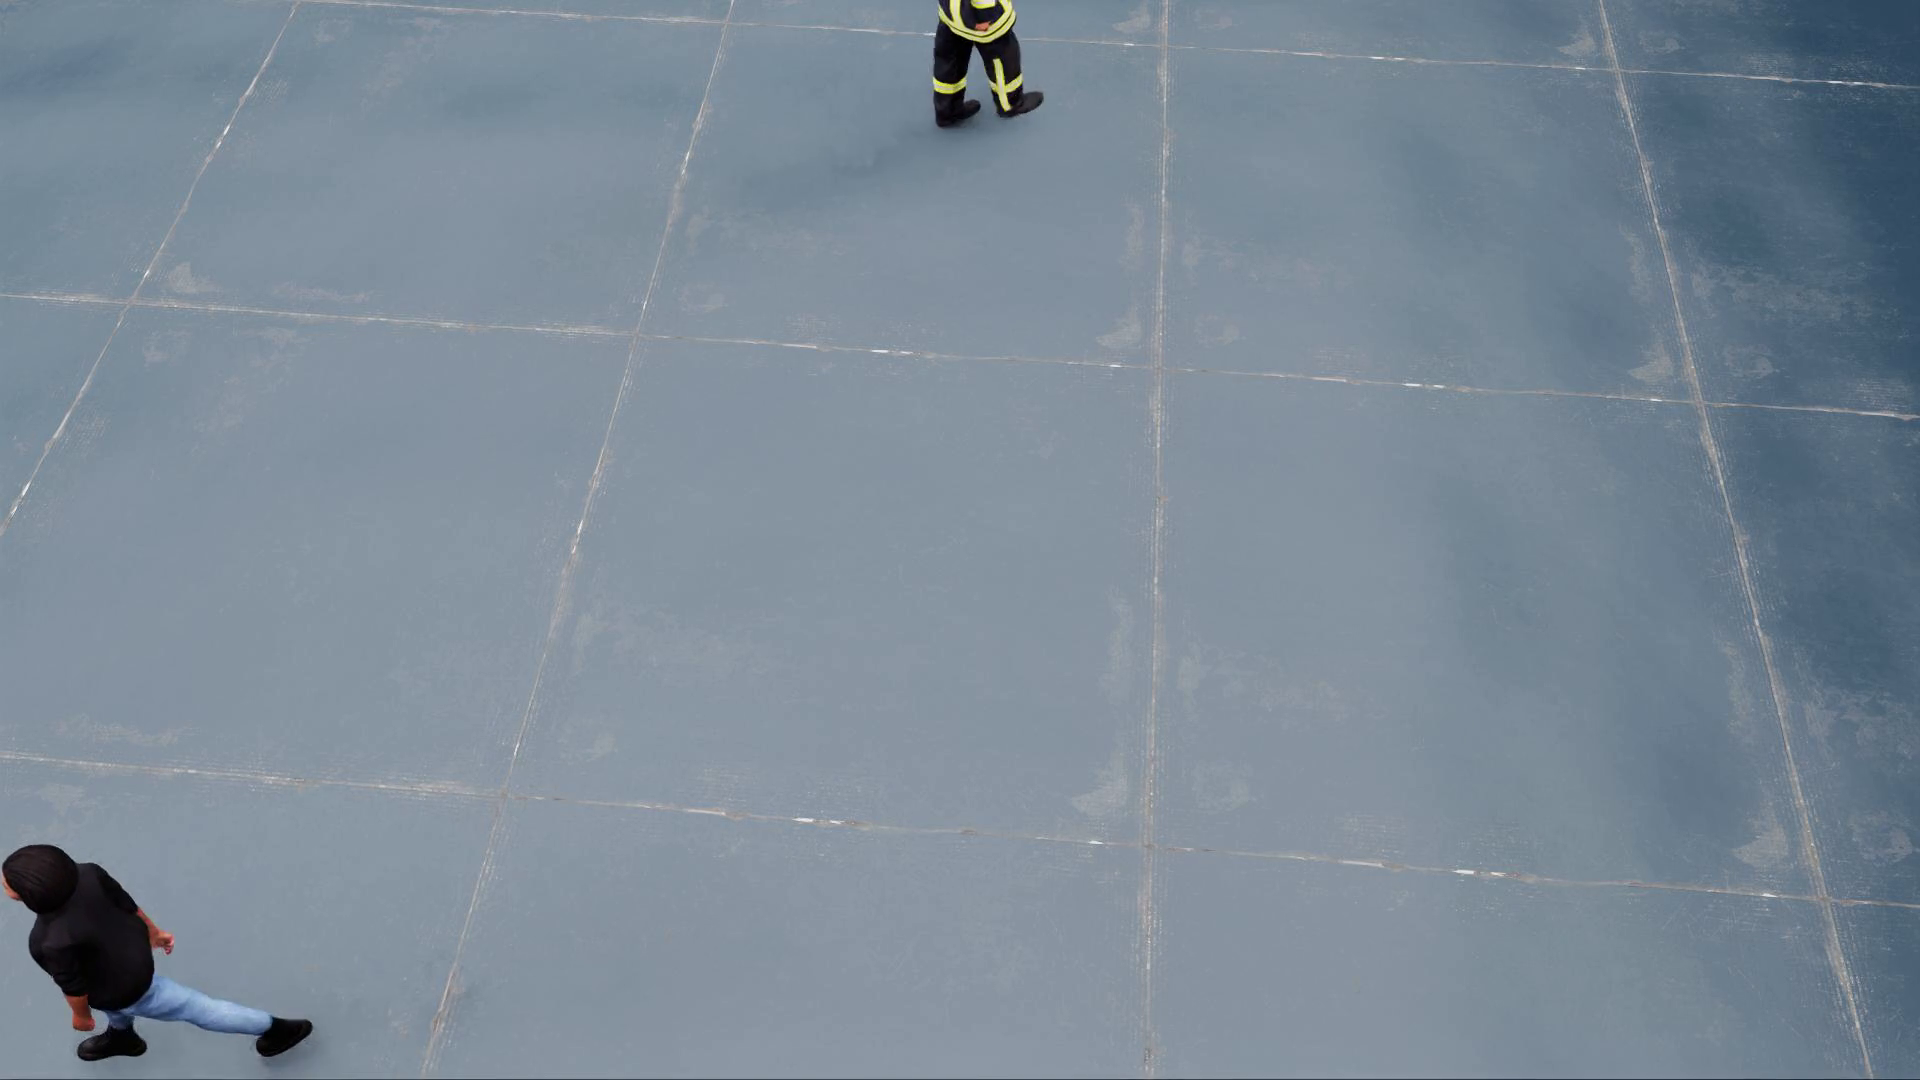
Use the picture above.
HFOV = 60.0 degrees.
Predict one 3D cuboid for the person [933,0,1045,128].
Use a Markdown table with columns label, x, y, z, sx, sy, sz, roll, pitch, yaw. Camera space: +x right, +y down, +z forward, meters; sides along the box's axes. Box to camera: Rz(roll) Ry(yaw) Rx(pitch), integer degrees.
| label | x | y | z | sx | sy | sz | roll | pitch | yaw |
| --- | --- | --- | --- | --- | --- | --- | --- | --- | --- |
| person | -0.008 | -3.274 | 9.968 | 1.138 | 1.901 | 1.059 | -19 | 55 | -14 |

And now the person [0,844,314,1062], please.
| label | x | y | z | sx | sy | sz | roll | pitch | yaw |
| --- | --- | --- | --- | --- | --- | --- | --- | --- | --- |
| person | -3.070 | 1.638 | 6.320 | 1.239 | 1.653 | 0.789 | -9 | 53 | -7 |
